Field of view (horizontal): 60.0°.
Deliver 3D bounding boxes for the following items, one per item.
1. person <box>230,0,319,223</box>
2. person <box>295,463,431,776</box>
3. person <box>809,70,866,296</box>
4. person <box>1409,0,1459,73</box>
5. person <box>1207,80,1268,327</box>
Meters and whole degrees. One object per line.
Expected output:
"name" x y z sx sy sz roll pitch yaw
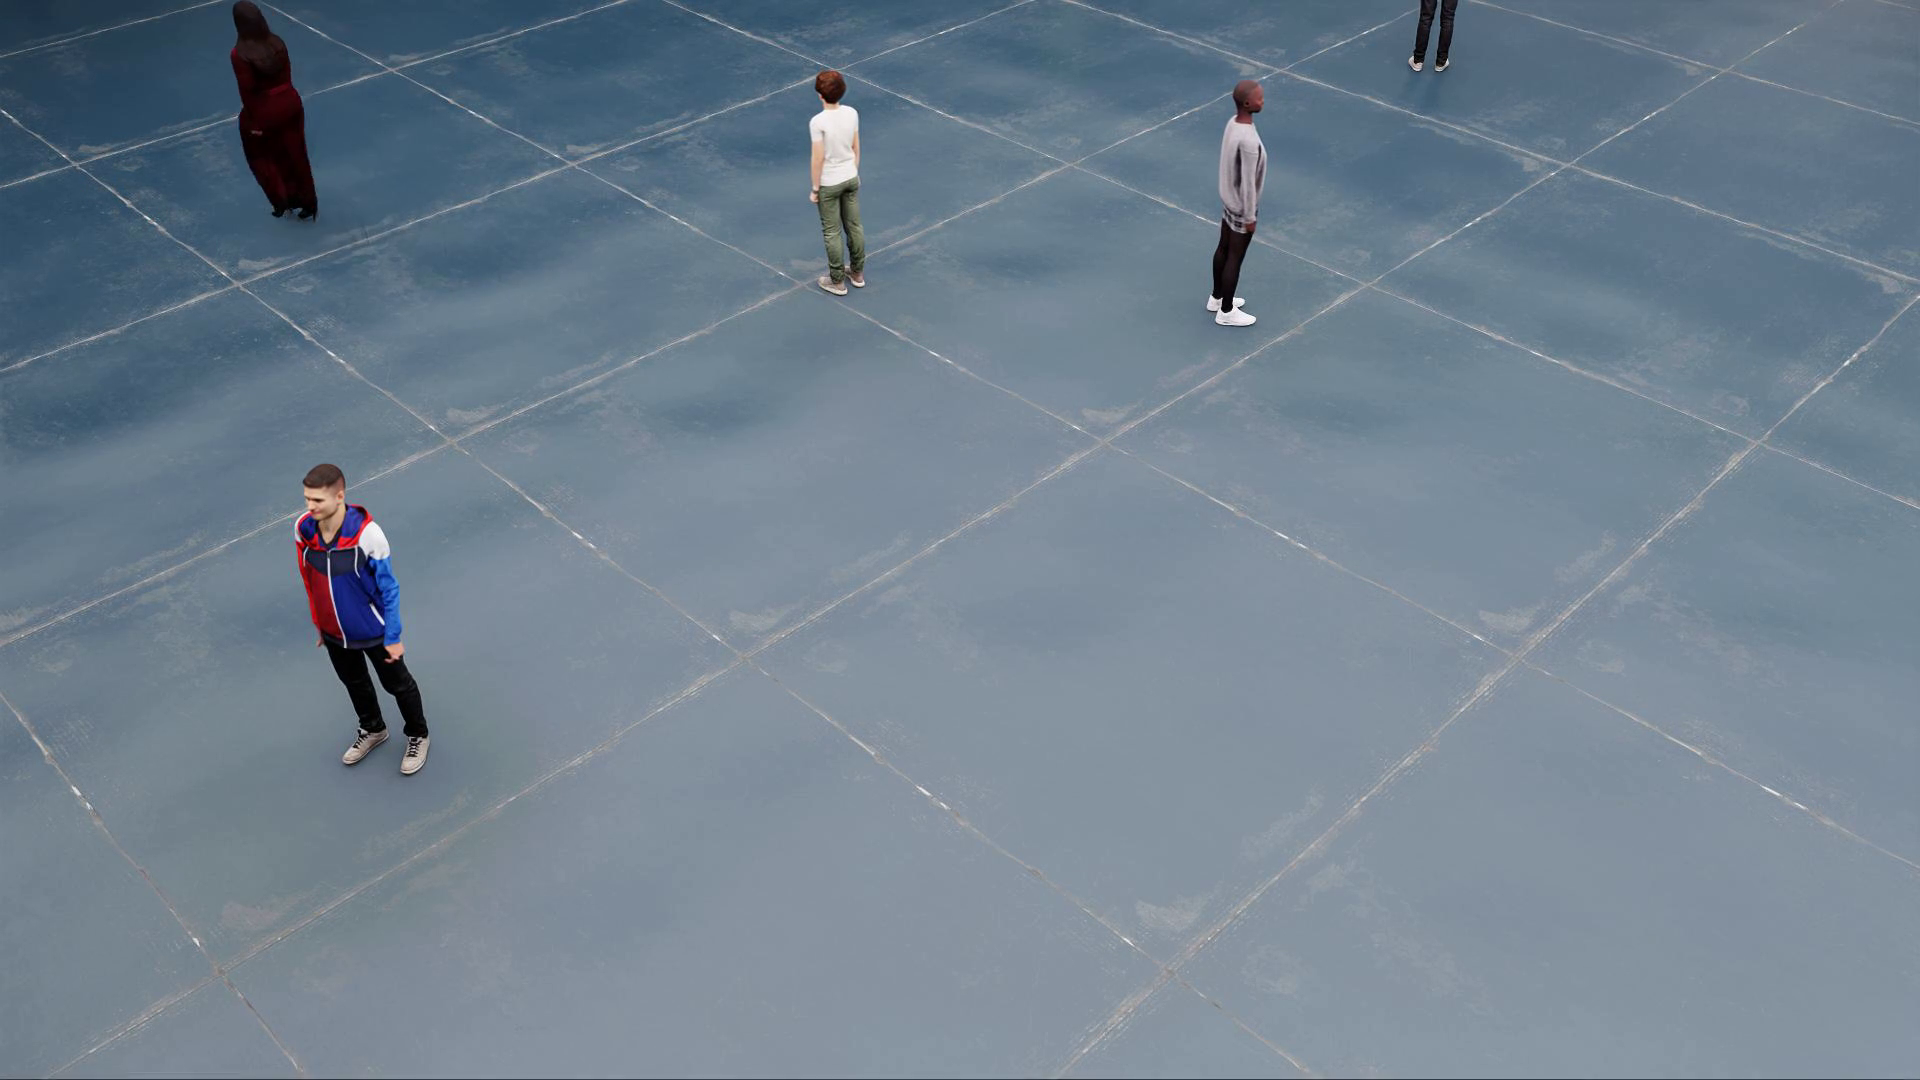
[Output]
"person" -5.216 -3.250 12.798 0.841 1.746 0.771 19 41 23
"person" -2.894 0.380 8.014 0.721 1.757 0.724 9 38 12
"person" -0.889 -2.572 11.983 0.495 1.653 0.661 -26 44 -30
"person" 4.472 -5.223 15.381 0.702 1.761 0.729 6 38 8
"person" 1.929 -2.351 11.594 0.728 1.772 0.699 -5 38 -7
